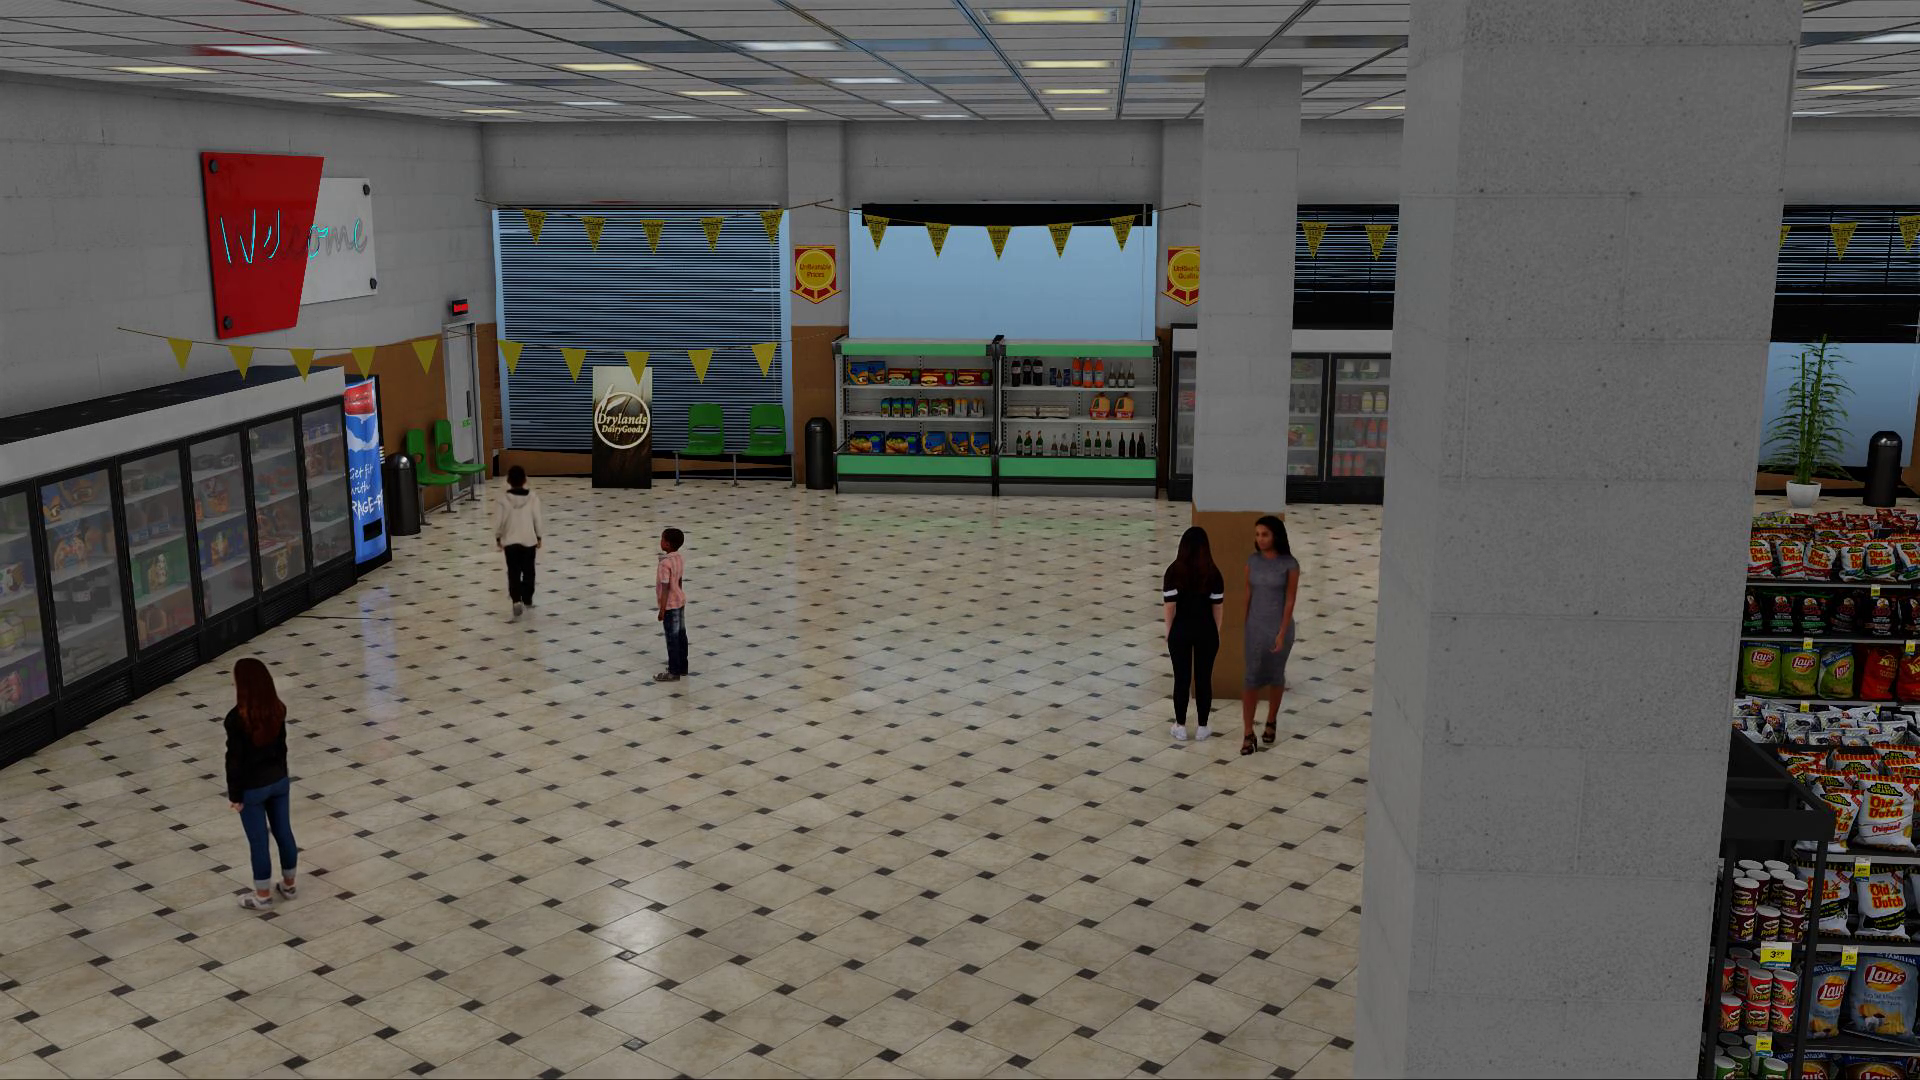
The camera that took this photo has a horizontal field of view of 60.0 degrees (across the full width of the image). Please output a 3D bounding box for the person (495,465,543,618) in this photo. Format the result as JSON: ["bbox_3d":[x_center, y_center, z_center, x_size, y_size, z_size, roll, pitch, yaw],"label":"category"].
[{"bbox_3d":[-4.297,0.015,16.208,0.962,1.445,0.872,-3,12,-16],"label":"person"}]

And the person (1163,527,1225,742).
[{"bbox_3d":[1.749,0.700,12.483,0.500,1.639,0.648,1,12,5],"label":"person"}]

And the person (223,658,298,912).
[{"bbox_3d":[-4.012,1.390,9.587,0.631,1.482,0.632,7,14,30],"label":"person"}]

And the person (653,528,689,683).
[{"bbox_3d":[-2.430,0.536,14.066,0.539,1.307,0.548,4,12,16],"label":"person"}]

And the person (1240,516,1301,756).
[{"bbox_3d":[2.316,0.687,12.273,0.950,1.751,0.845,6,13,25],"label":"person"}]
